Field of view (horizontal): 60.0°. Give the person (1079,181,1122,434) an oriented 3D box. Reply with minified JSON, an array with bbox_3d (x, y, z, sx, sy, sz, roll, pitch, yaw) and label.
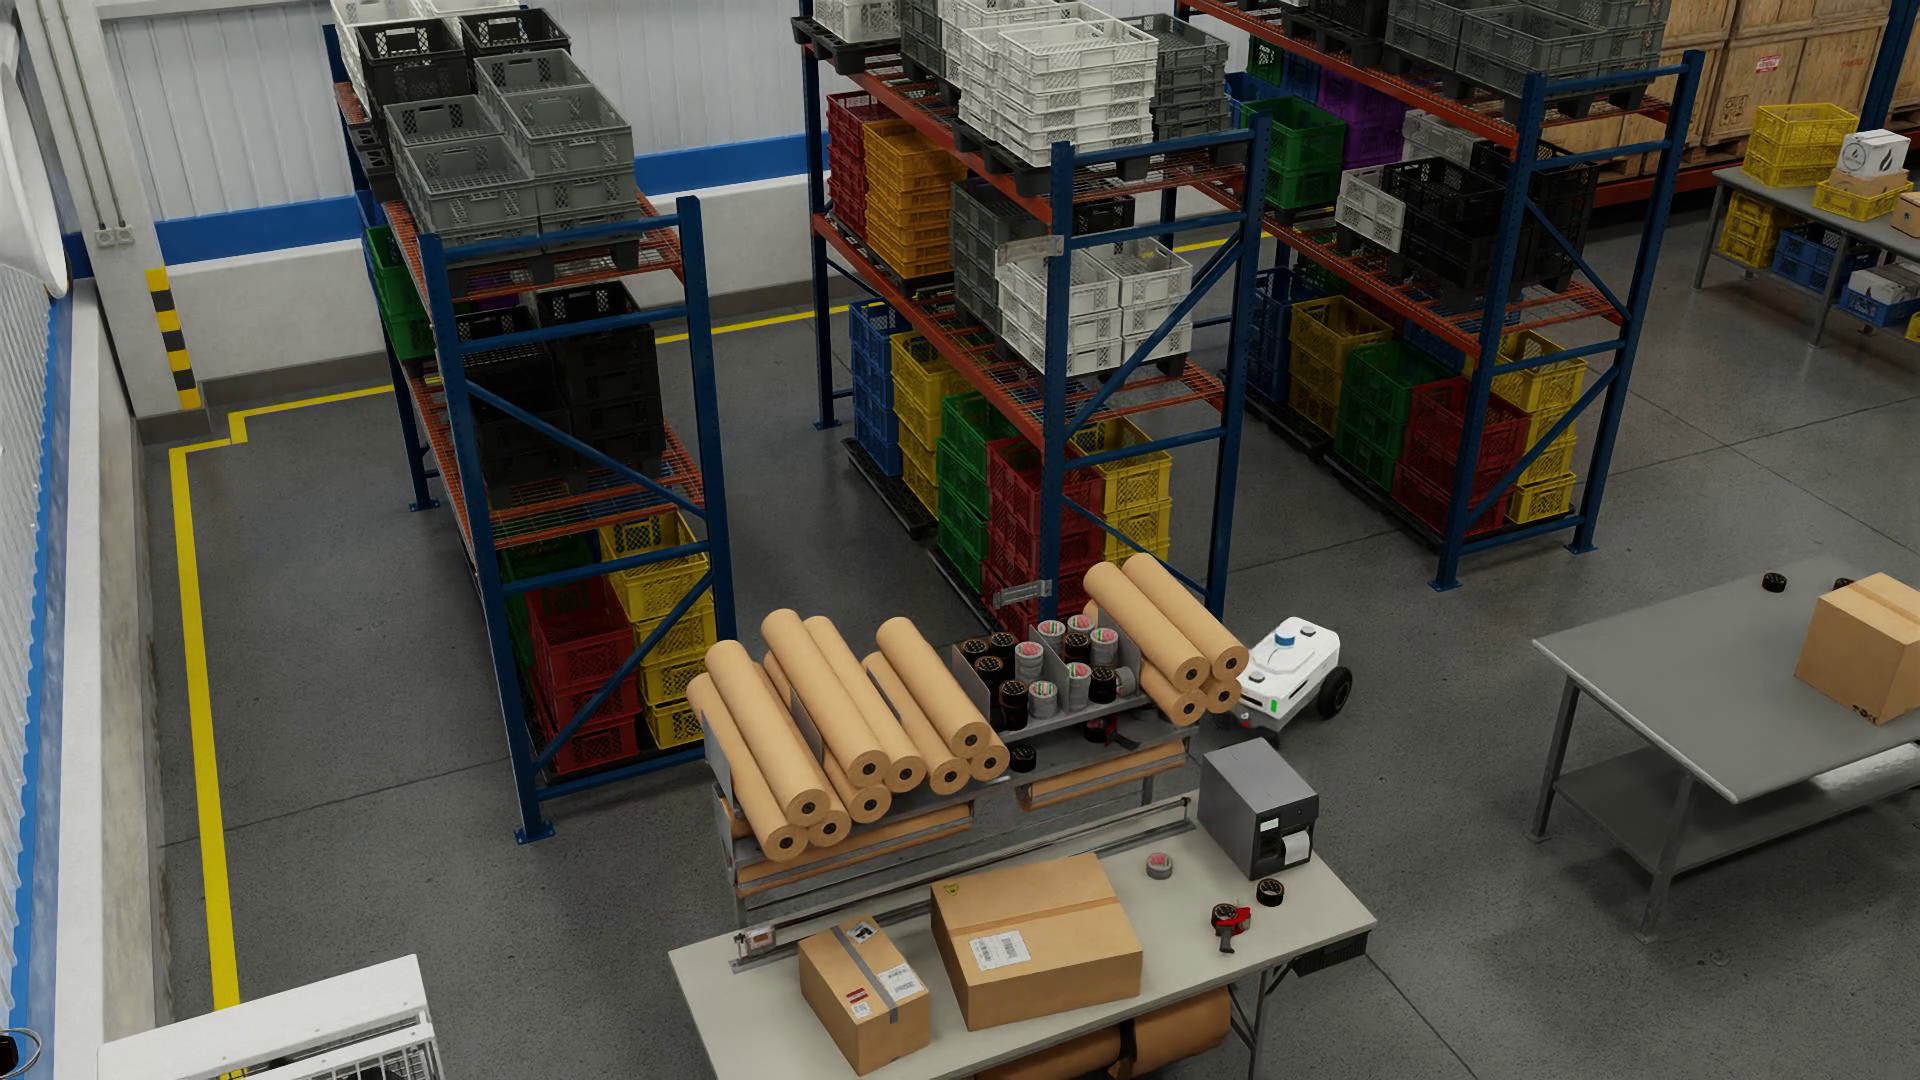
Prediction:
[{"bbox_3d":[0.749,-1.533,10.881,0.656,1.920,0.421,2,32,3],"label":"person"}]

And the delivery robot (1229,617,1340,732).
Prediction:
[{"bbox_3d":[1.639,0.669,8.503,0.477,0.478,0.707,23,38,33],"label":"delivery robot"}]
